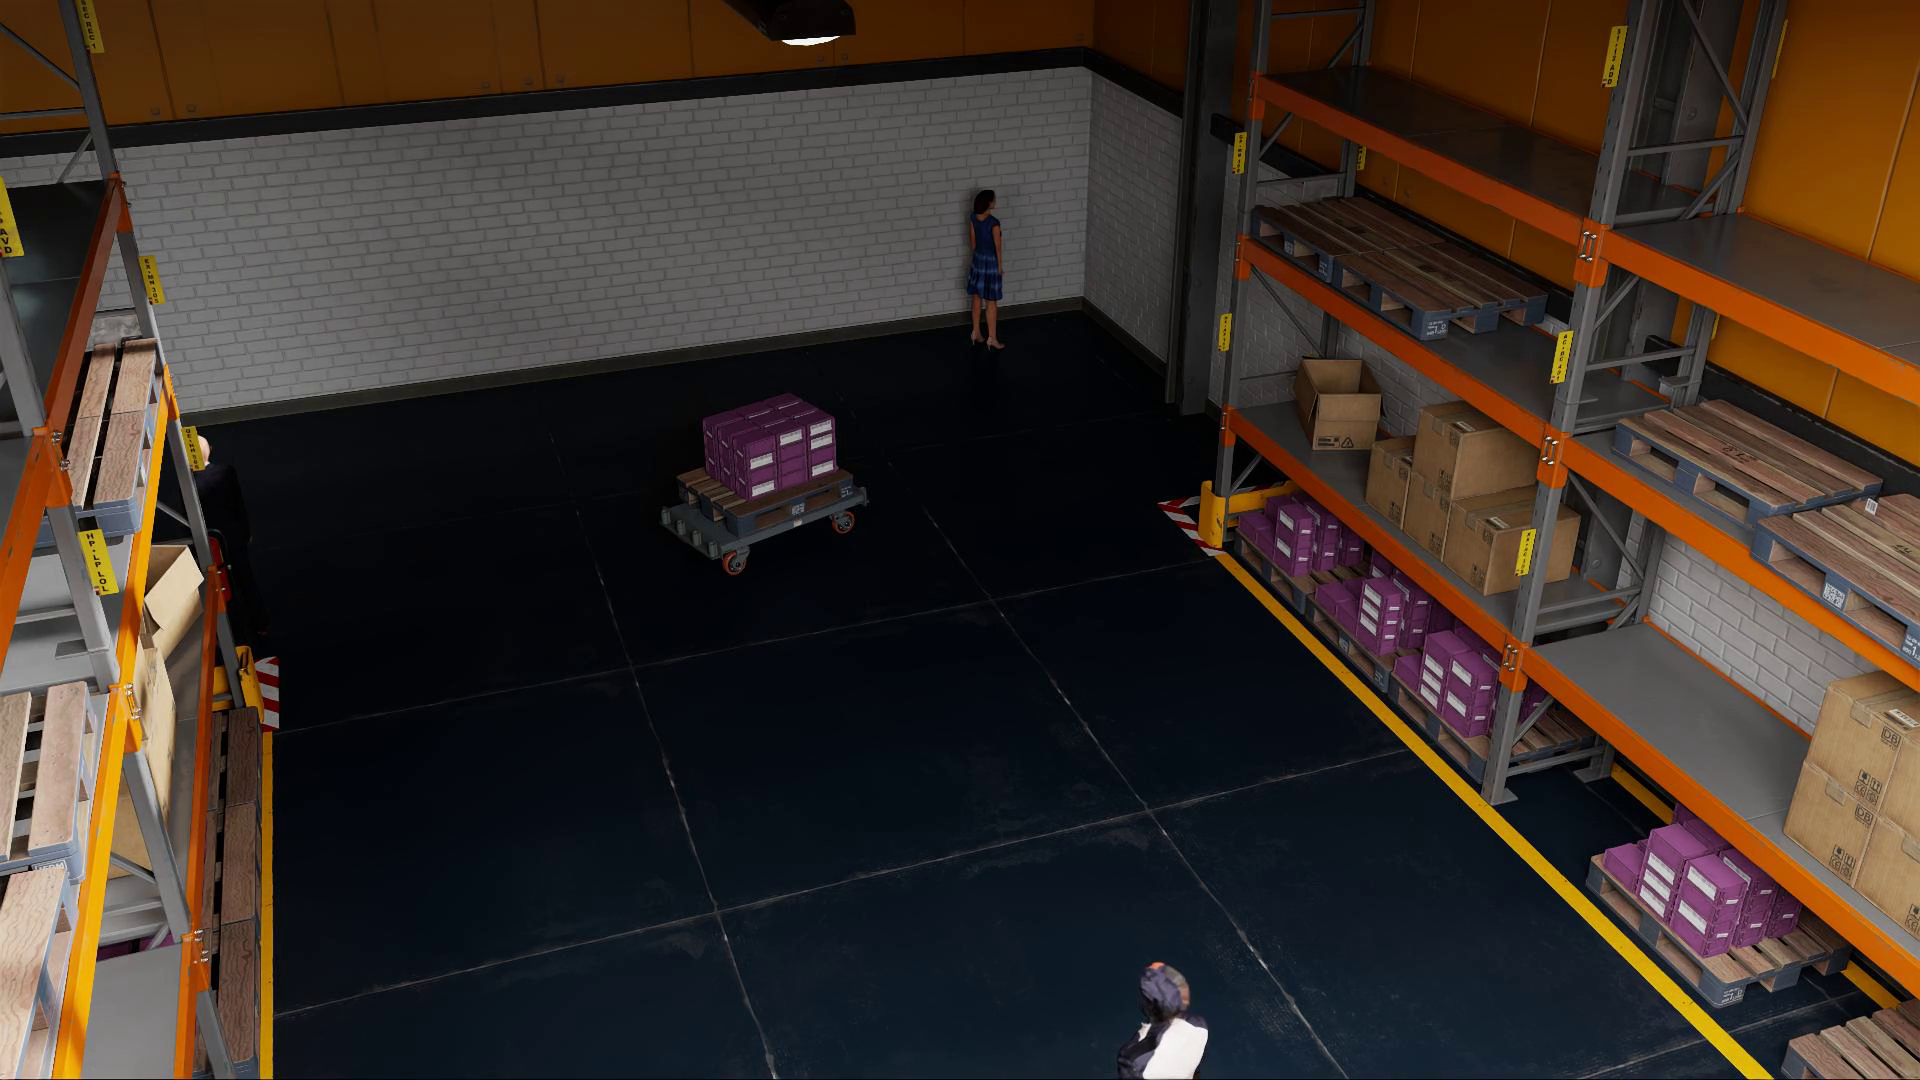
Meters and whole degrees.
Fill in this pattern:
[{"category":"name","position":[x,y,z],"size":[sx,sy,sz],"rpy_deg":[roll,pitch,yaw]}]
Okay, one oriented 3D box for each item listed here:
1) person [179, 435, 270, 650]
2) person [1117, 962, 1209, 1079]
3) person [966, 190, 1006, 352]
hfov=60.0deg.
[{"category":"person","position":[-5.706,0.019,12.839],"size":[0.800,1.798,0.762],"rpy_deg":[15,32,25]},{"category":"person","position":[0.907,2.739,7.753],"size":[0.745,1.893,0.697],"rpy_deg":[-20,35,-32]},{"category":"person","position":[0.298,-2.984,18.337],"size":[0.802,1.806,0.647],"rpy_deg":[-24,36,-36]}]
